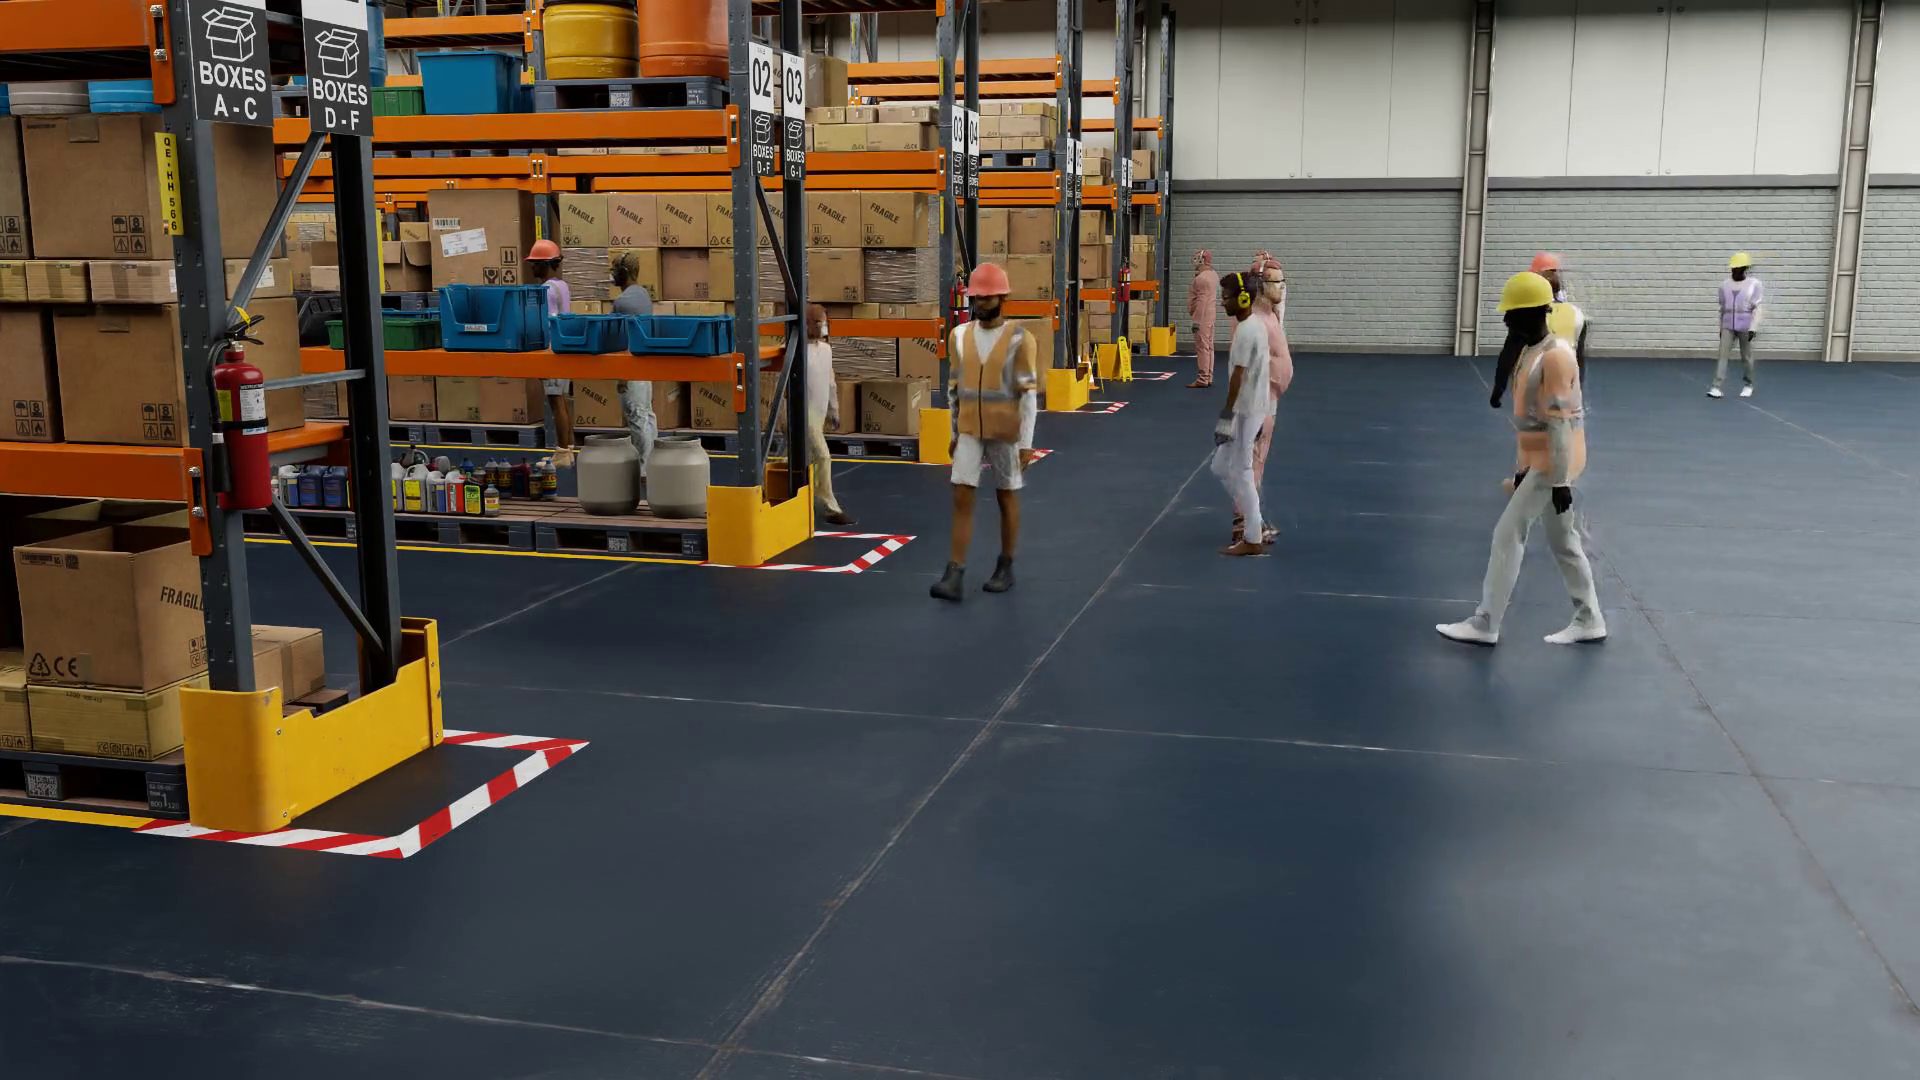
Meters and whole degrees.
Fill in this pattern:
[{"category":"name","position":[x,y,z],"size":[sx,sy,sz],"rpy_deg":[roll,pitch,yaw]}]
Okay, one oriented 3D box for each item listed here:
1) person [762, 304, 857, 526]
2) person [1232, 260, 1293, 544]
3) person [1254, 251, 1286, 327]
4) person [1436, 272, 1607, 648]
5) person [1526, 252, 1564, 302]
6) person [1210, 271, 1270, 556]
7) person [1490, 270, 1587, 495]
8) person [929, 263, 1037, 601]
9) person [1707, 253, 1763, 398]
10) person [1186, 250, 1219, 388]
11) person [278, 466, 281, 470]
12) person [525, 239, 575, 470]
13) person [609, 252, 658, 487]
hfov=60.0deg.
[{"category":"person","position":[-1.126,-0.914,12.046],"size":[0.831,1.598,0.506],"rpy_deg":[5,11,27]},{"category":"person","position":[2.050,-0.938,11.307],"size":[0.403,1.906,0.651],"rpy_deg":[3,11,16]},{"category":"person","position":[3.713,-2.603,20.531],"size":[0.409,1.907,0.651],"rpy_deg":[-5,12,-27]},{"category":"person","position":[2.843,-0.374,8.276],"size":[0.954,1.879,0.629],"rpy_deg":[2,10,10]},{"category":"person","position":[5.773,-1.885,16.533],"size":[0.419,1.922,0.547],"rpy_deg":[2,10,13]},{"category":"person","position":[1.809,-0.796,10.713],"size":[0.415,1.845,0.508],"rpy_deg":[2,10,11]},{"category":"person","position":[4.388,-1.166,12.824],"size":[0.658,1.804,0.891],"rpy_deg":[-4,11,-19]},{"category":"person","position":[0.123,-0.590,9.369],"size":[0.579,1.902,0.911],"rpy_deg":[4,11,22]},{"category":"person","position":[10.114,-2.783,21.629],"size":[0.983,1.883,0.590],"rpy_deg":[-10,14,-43]},{"category":"person","position":[3.350,-3.063,23.078],"size":[0.407,1.910,0.639],"rpy_deg":[4,11,23]},{"category":"person","position":[-5.715,-1.275,13.429],"size":[0.701,1.819,0.644],"rpy_deg":[3,11,15]},{"category":"person","position":[-3.647,-1.642,14.823],"size":[0.381,2.045,0.605],"rpy_deg":[0,10,-1]},{"category":"person","position":[-2.709,-1.401,13.783],"size":[0.375,1.939,0.628],"rpy_deg":[1,10,4]}]
